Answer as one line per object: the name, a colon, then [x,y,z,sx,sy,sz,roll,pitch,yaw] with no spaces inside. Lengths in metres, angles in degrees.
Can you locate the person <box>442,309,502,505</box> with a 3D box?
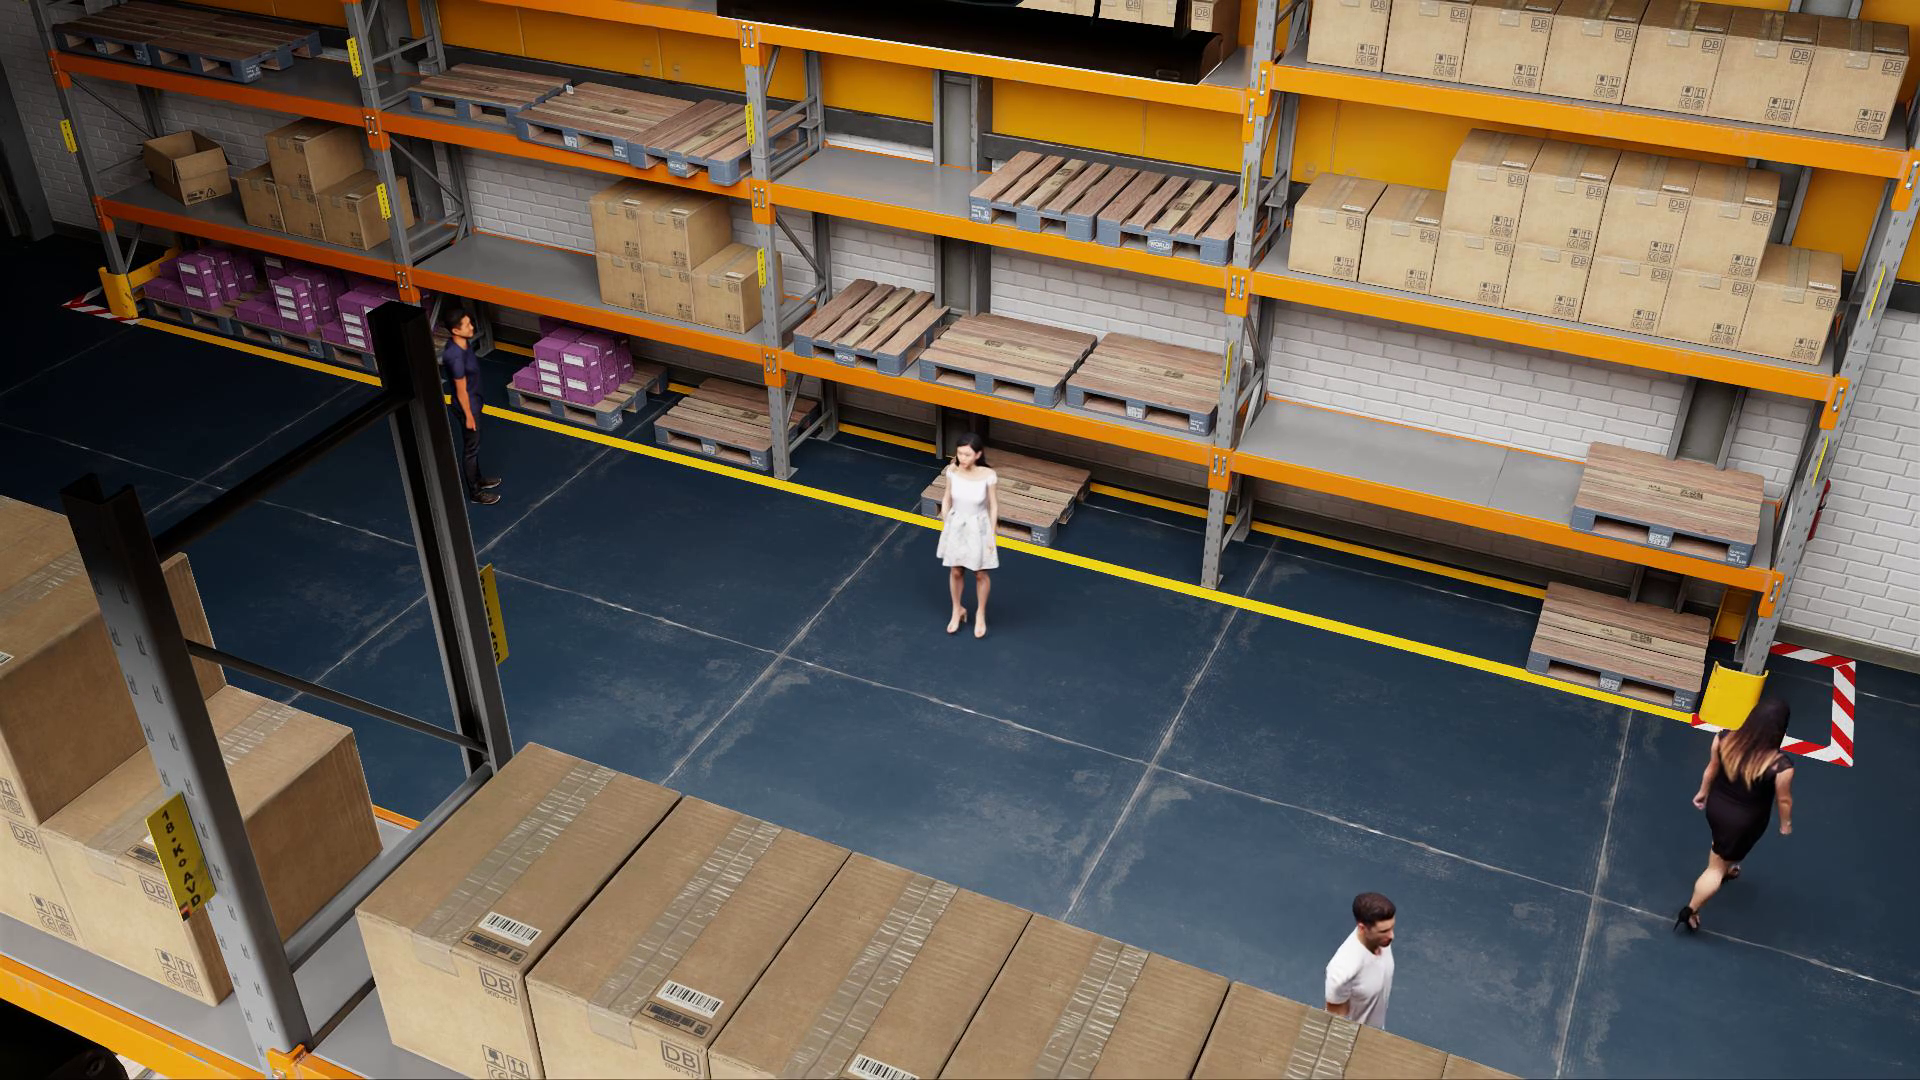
person: [-4.210,-1.161,14.214,0.734,1.790,0.721,-6,34,-9]

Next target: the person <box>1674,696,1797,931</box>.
person: [4.611,1.706,9.994,1.017,1.686,1.025,-19,38,-26]

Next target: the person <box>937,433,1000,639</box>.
person: [0.074,-0.029,12.526,0.607,1.773,0.736,10,35,15]
